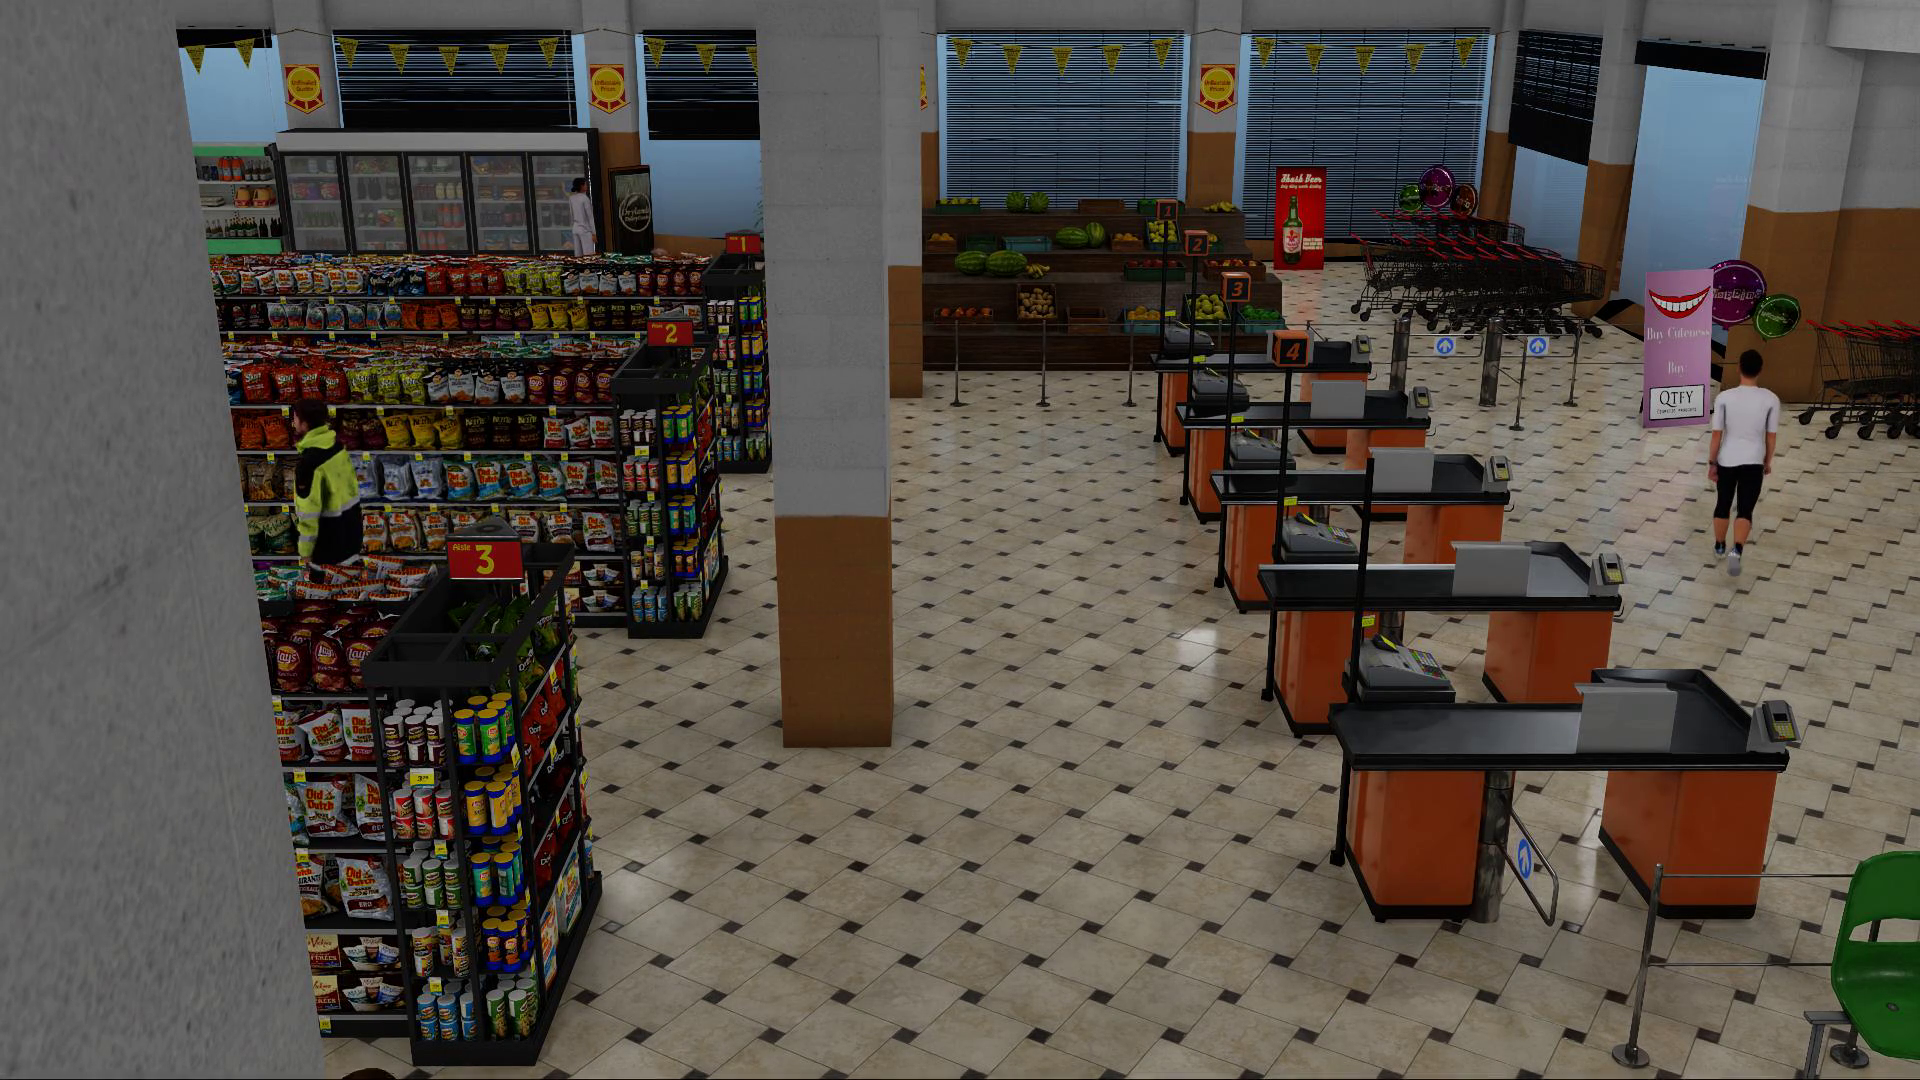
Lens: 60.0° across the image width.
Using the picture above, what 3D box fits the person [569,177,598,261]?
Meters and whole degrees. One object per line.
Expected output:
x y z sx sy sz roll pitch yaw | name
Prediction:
-5.994 -4.896 26.446 0.683 1.737 0.771 14 23 36 | person

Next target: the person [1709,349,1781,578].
6.395 -0.608 13.598 1.201 1.822 1.057 9 21 24 | person

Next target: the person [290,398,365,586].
-4.340 -0.040 11.685 0.668 1.967 0.769 0 19 0 | person
